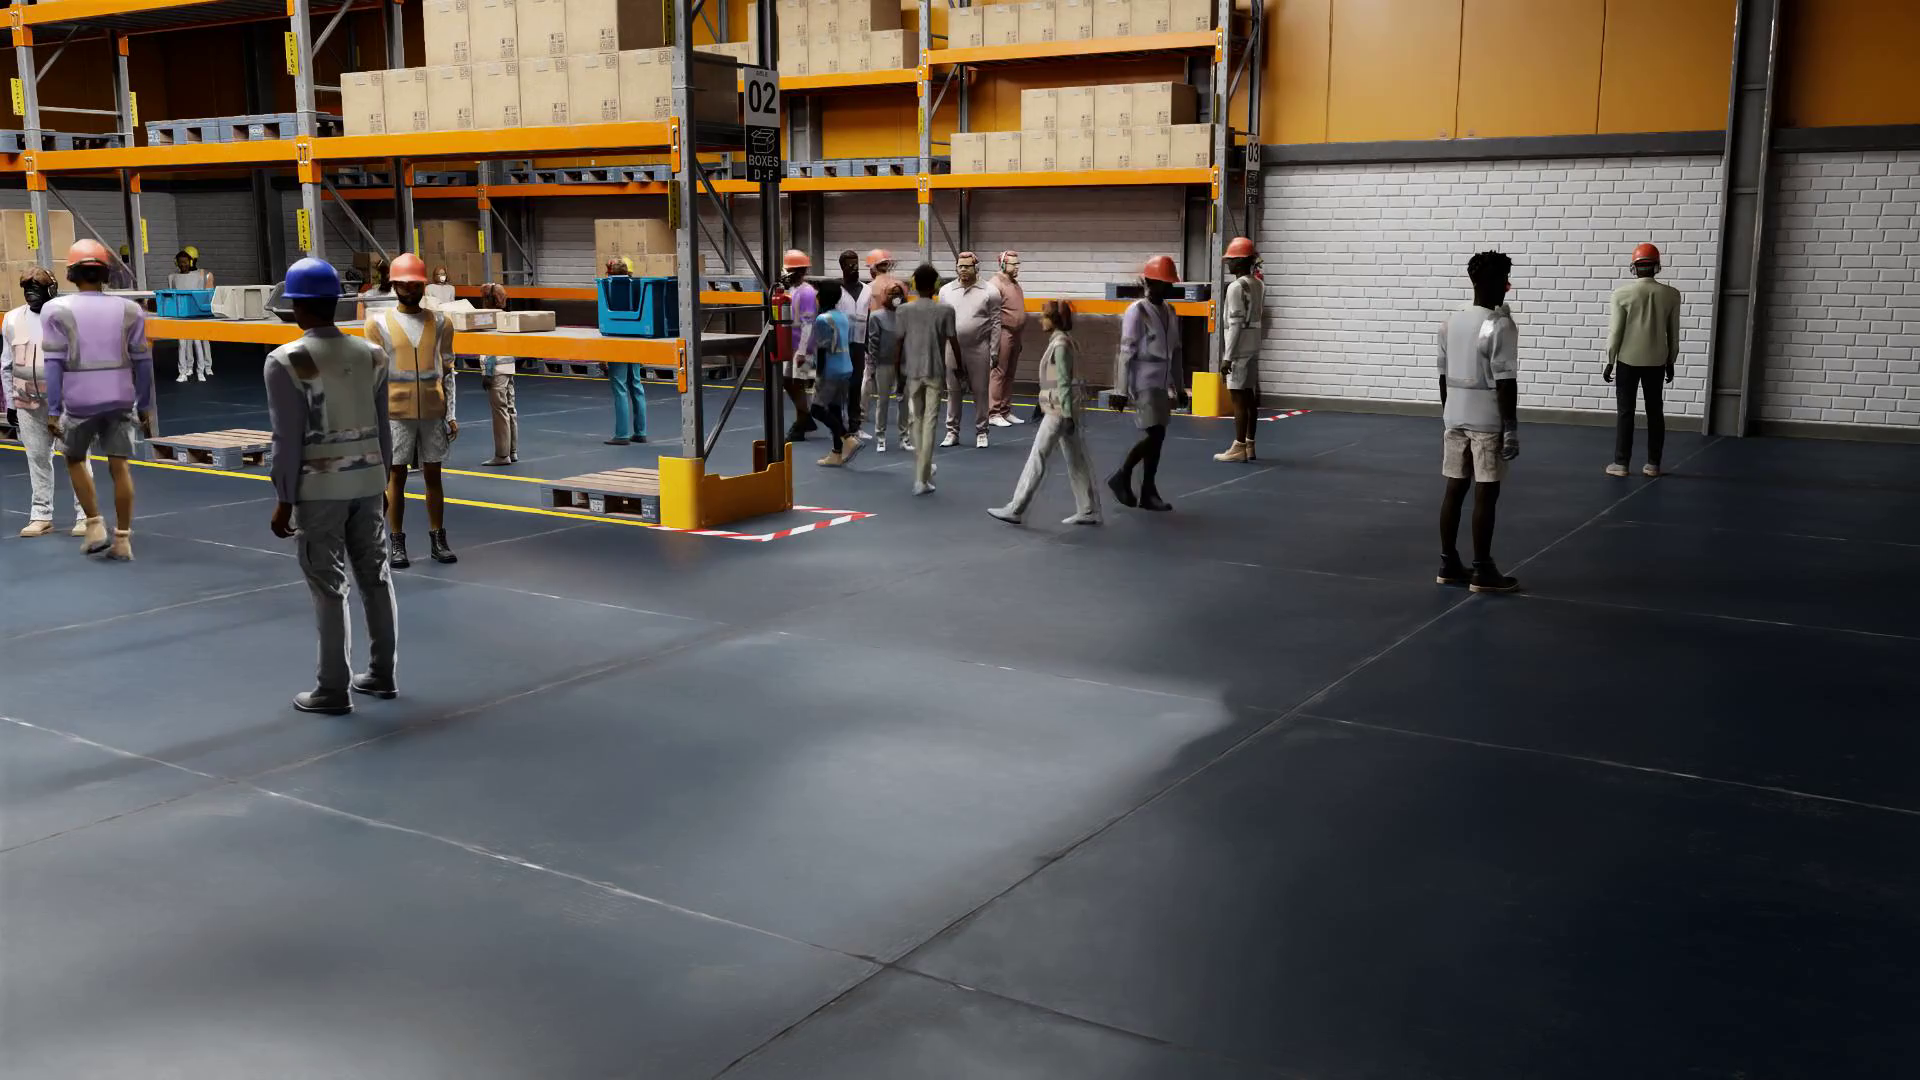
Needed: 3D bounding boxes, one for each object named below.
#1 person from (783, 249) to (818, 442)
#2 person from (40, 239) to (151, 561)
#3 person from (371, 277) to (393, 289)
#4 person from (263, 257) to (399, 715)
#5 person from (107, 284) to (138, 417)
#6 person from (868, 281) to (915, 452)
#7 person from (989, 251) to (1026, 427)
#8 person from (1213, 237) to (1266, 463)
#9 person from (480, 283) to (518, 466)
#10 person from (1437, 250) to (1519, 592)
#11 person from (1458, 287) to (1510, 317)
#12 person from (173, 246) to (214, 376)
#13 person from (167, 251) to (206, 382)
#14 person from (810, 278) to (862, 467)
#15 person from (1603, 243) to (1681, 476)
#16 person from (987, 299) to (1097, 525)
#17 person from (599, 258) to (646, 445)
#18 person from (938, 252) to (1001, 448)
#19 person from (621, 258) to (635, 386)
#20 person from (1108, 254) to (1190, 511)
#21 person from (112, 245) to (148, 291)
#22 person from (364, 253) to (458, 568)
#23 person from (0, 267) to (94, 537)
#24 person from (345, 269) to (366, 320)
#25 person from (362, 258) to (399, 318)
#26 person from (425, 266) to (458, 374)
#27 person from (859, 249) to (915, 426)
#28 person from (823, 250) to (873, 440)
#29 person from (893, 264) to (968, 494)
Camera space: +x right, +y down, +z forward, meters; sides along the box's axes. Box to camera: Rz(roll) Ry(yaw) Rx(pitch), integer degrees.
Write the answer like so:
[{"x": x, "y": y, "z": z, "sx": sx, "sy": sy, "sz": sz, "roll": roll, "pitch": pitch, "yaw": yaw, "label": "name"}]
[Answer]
[{"x": -1.654, "y": -1.944, "z": 16.709, "sx": 0.442, "sy": 1.927, "sz": 0.588, "roll": -5, "pitch": 11, "yaw": -25, "label": "person"}, {"x": -5.446, "y": -0.874, "z": 10.509, "sx": 0.648, "sy": 2.021, "sz": 0.555, "roll": -9, "pitch": 14, "yaw": -42, "label": "person"}, {"x": -8.637, "y": -3.309, "z": 25.082, "sx": 0.273, "sy": 1.636, "sz": 0.507, "roll": 5, "pitch": 11, "yaw": 25, "label": "person"}, {"x": -2.697, "y": -0.225, "z": 7.135, "sx": 0.406, "sy": 1.948, "sz": 0.605, "roll": 6, "pitch": 12, "yaw": 29, "label": "person"}, {"x": -9.414, "y": -2.113, "z": 18.307, "sx": 0.929, "sy": 1.690, "sz": 0.509, "roll": 7, "pitch": 12, "yaw": 33, "label": "person"}, {"x": -0.628, "y": -1.658, "z": 15.948, "sx": 0.506, "sy": 1.632, "sz": 0.280, "roll": -3, "pitch": 11, "yaw": -17, "label": "person"}, {"x": 0.521, "y": -2.194, "z": 18.159, "sx": 0.402, "sy": 1.906, "sz": 0.652, "roll": 5, "pitch": 11, "yaw": 26, "label": "person"}, {"x": 2.545, "y": -1.721, "z": 15.155, "sx": 0.368, "sy": 2.047, "sz": 0.606, "roll": 6, "pitch": 12, "yaw": 30, "label": "person"}, {"x": -4.163, "y": -1.491, "z": 14.992, "sx": 0.309, "sy": 1.645, "sz": 0.514, "roll": 0, "pitch": 10, "yaw": 2, "label": "person"}, {"x": 3.010, "y": -0.684, "z": 9.629, "sx": 0.367, "sy": 1.966, "sz": 0.605, "roll": -5, "pitch": 11, "yaw": -25, "label": "person"}, {"x": 5.350, "y": -1.915, "z": 17.054, "sx": 0.526, "sy": 1.742, "sz": 0.766, "roll": 4, "pitch": 11, "yaw": 20, "label": "person"}, {"x": -11.439, "y": -3.414, "z": 24.854, "sx": 0.587, "sy": 1.930, "sz": 0.359, "roll": -4, "pitch": 11, "yaw": -22, "label": "person"}, {"x": -11.059, "y": -3.194, "z": 23.803, "sx": 0.511, "sy": 1.872, "sz": 0.328, "roll": -3, "pitch": 11, "yaw": -17, "label": "person"}, {"x": -1.094, "y": -1.462, "z": 14.694, "sx": 0.426, "sy": 1.684, "sz": 0.546, "roll": 4, "pitch": 11, "yaw": 22, "label": "person"}, {"x": 5.850, "y": -1.541, "z": 14.304, "sx": 0.621, "sy": 1.990, "sz": 0.391, "roll": 0, "pitch": 10, "yaw": 0, "label": "person"}, {"x": 0.597, "y": -0.890, "z": 11.776, "sx": 0.835, "sy": 1.603, "sz": 0.520, "roll": 1, "pitch": 10, "yaw": 8, "label": "person"}, {"x": -3.322, "y": -1.855, "z": 16.461, "sx": 0.373, "sy": 1.840, "sz": 0.572, "roll": 7, "pitch": 12, "yaw": 34, "label": "person"}, {"x": 0.070, "y": -1.847, "z": 16.233, "sx": 0.652, "sy": 1.906, "sz": 0.409, "roll": 2, "pitch": 10, "yaw": 13, "label": "person"}, {"x": -4.674, "y": -3.037, "z": 23.207, "sx": 0.721, "sy": 1.781, "sz": 0.602, "roll": 10, "pitch": 14, "yaw": 44, "label": "person"}, {"x": 1.432, "y": -1.153, "z": 12.360, "sx": 0.460, "sy": 1.916, "sz": 0.564, "roll": 8, "pitch": 13, "yaw": 39, "label": "person"}, {"x": -14.924, "y": -4.331, "z": 29.933, "sx": 0.587, "sy": 1.930, "sz": 0.355, "roll": -10, "pitch": 14, "yaw": -44, "label": "person"}, {"x": -3.392, "y": -0.801, "z": 10.346, "sx": 0.545, "sy": 1.942, "sz": 0.349, "roll": -6, "pitch": 12, "yaw": -30, "label": "person"}, {"x": -6.204, "y": -0.933, "z": 11.351, "sx": 0.633, "sy": 1.842, "sz": 0.429, "roll": -1, "pitch": 10, "yaw": -4, "label": "person"}, {"x": -6.785, "y": -2.201, "z": 18.781, "sx": 0.318, "sy": 1.697, "sz": 0.536, "roll": 5, "pitch": 11, "yaw": 25, "label": "person"}, {"x": -5.678, "y": -1.853, "z": 16.438, "sx": 0.447, "sy": 1.848, "sz": 0.506, "roll": 8, "pitch": 13, "yaw": 39, "label": "person"}, {"x": -7.785, "y": -3.292, "z": 24.999, "sx": 0.278, "sy": 1.634, "sz": 0.498, "roll": 10, "pitch": 14, "yaw": 43, "label": "person"}, {"x": -0.815, "y": -2.217, "z": 18.274, "sx": 0.574, "sy": 1.930, "sz": 1.116, "roll": -7, "pitch": 12, "yaw": -34, "label": "person"}, {"x": -1.129, "y": -1.955, "z": 16.806, "sx": 0.588, "sy": 1.919, "sz": 0.392, "roll": -9, "pitch": 13, "yaw": -40, "label": "person"}, {"x": -0.223, "y": -1.314, "z": 13.520, "sx": 0.540, "sy": 1.826, "sz": 0.942, "roll": 4, "pitch": 11, "yaw": 19, "label": "person"}]
